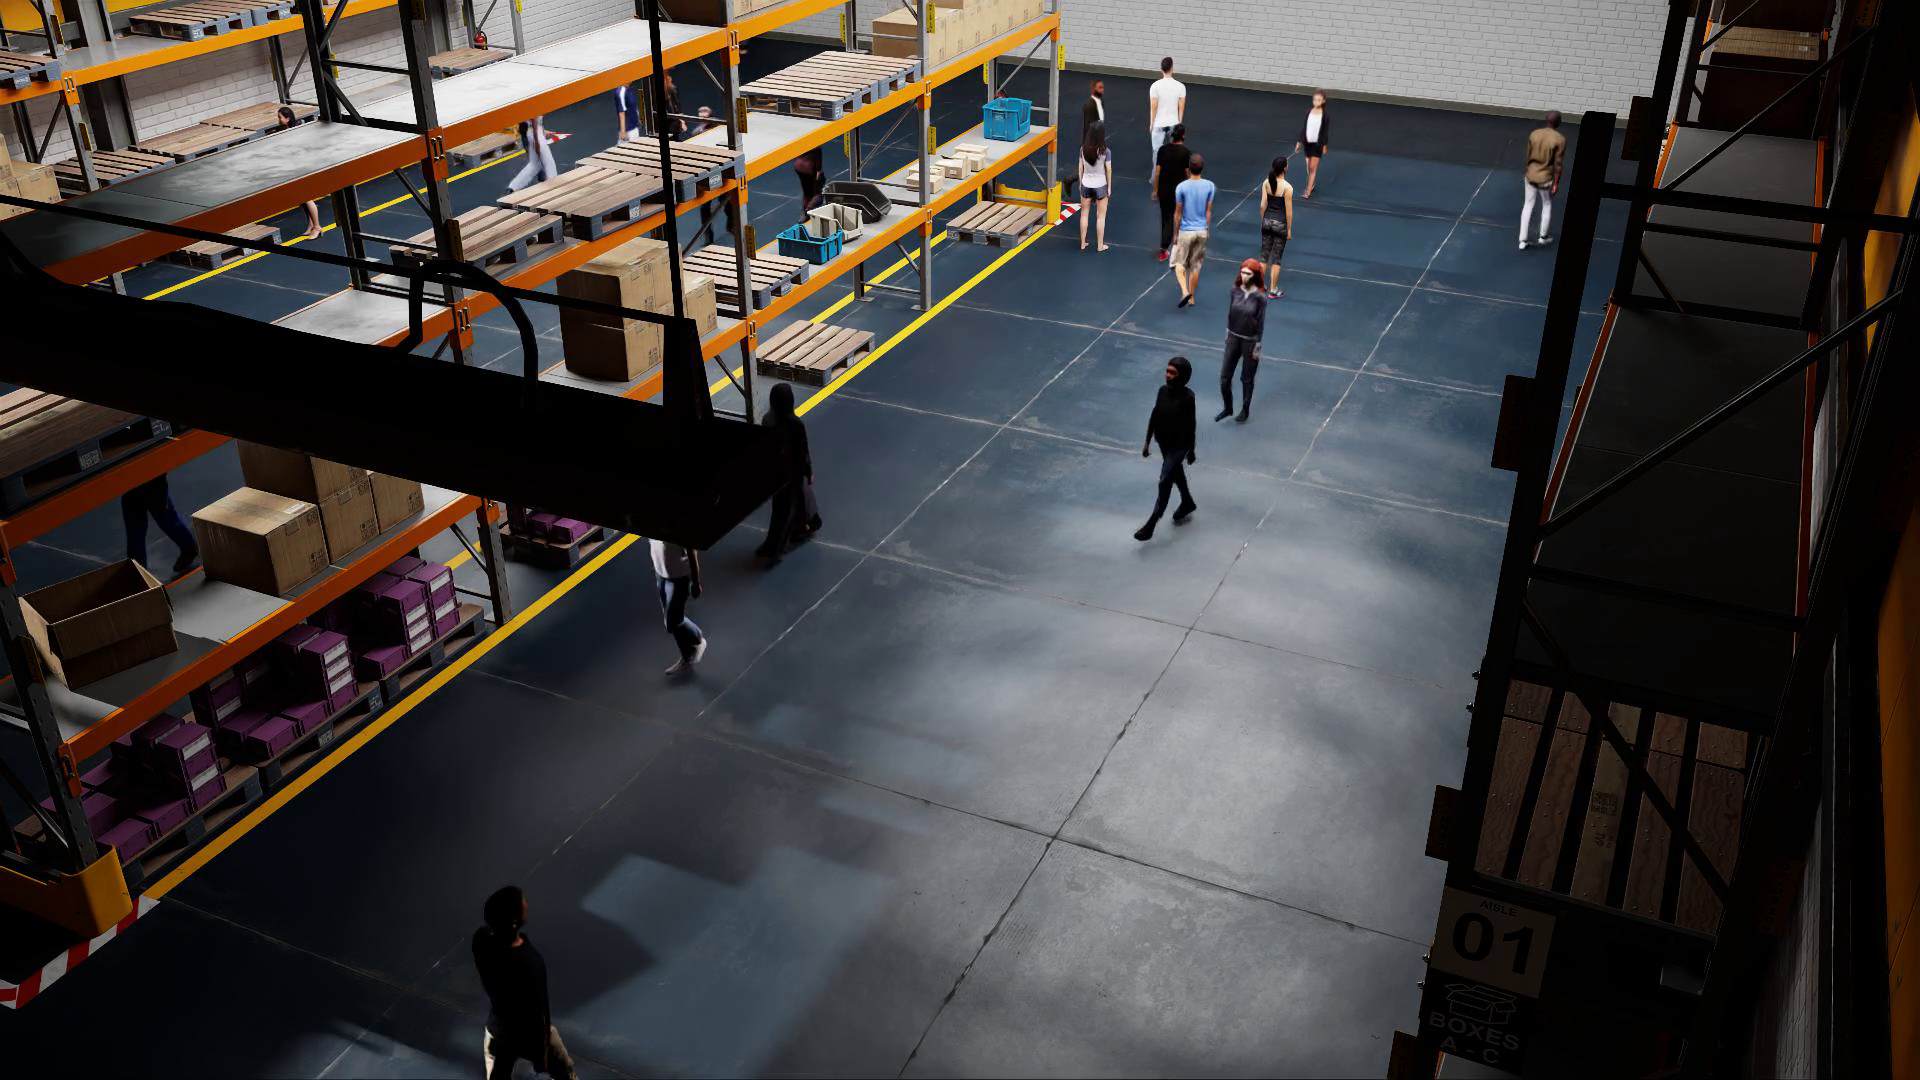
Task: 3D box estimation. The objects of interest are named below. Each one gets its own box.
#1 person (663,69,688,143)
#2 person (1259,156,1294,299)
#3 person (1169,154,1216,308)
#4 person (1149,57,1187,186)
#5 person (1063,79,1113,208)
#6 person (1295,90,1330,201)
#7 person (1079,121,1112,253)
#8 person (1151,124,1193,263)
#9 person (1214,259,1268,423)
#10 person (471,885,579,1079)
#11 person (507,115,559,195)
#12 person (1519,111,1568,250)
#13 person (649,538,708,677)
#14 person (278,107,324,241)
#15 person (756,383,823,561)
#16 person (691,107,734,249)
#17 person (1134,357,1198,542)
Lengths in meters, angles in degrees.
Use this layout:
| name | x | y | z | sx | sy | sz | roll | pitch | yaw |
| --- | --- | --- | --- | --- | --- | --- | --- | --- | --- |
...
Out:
| name | x | y | z | sx | sy | sz | roll | pitch | yaw |
| --- | --- | --- | --- | --- | --- | --- | --- | --- | --- |
| person | -4.274 | -6.213 | 24.730 | 0.712 | 1.660 | 1.085 | 18 | 33 | 29 |
| person | 3.827 | -3.812 | 20.258 | 0.633 | 1.727 | 0.620 | 23 | 36 | 35 |
| person | 2.793 | -3.638 | 19.810 | 0.894 | 1.850 | 1.008 | -3 | 29 | -6 |
| person | 3.017 | -6.099 | 24.310 | 0.758 | 1.861 | 0.738 | -1 | 29 | -1 |
| person | 1.814 | -5.583 | 23.444 | 0.809 | 1.784 | 0.964 | 16 | 33 | 27 |
| person | 5.118 | -5.714 | 23.956 | 0.648 | 1.524 | 0.996 | 19 | 34 | 30 |
| person | 1.756 | -4.648 | 21.812 | 0.587 | 1.705 | 0.499 | 12 | 31 | 21 |
| person | 2.698 | -4.434 | 21.399 | 0.682 | 1.727 | 1.016 | 15 | 32 | 26 |
| person | 2.948 | -2.044 | 16.978 | 0.692 | 1.764 | 0.734 | 20 | 35 | 33 |
| person | -2.320 | 2.564 | 8.476 | 0.752 | 1.815 | 1.185 | 18 | 33 | 29 |
| person | -6.071 | -5.596 | 23.494 | 1.073 | 1.759 | 1.019 | -9 | 30 | -16 |
| person | 7.559 | -4.693 | 21.786 | 0.877 | 1.810 | 0.946 | 22 | 36 | 35 |
| person | -2.123 | 0.264 | 12.801 | 0.729 | 1.712 | 0.756 | 25 | 37 | 37 |
| person | -8.829 | -4.899 | 22.207 | 0.802 | 1.769 | 0.777 | -18 | 33 | -30 |
| person | -1.562 | -0.588 | 14.474 | 0.758 | 1.606 | 1.161 | 20 | 34 | 32 |
| person | -3.255 | -4.848 | 22.068 | 0.907 | 1.812 | 1.205 | 5 | 29 | 9 |
| person | 1.957 | -0.852 | 14.903 | 0.863 | 1.658 | 1.218 | 26 | 38 | 38 |
